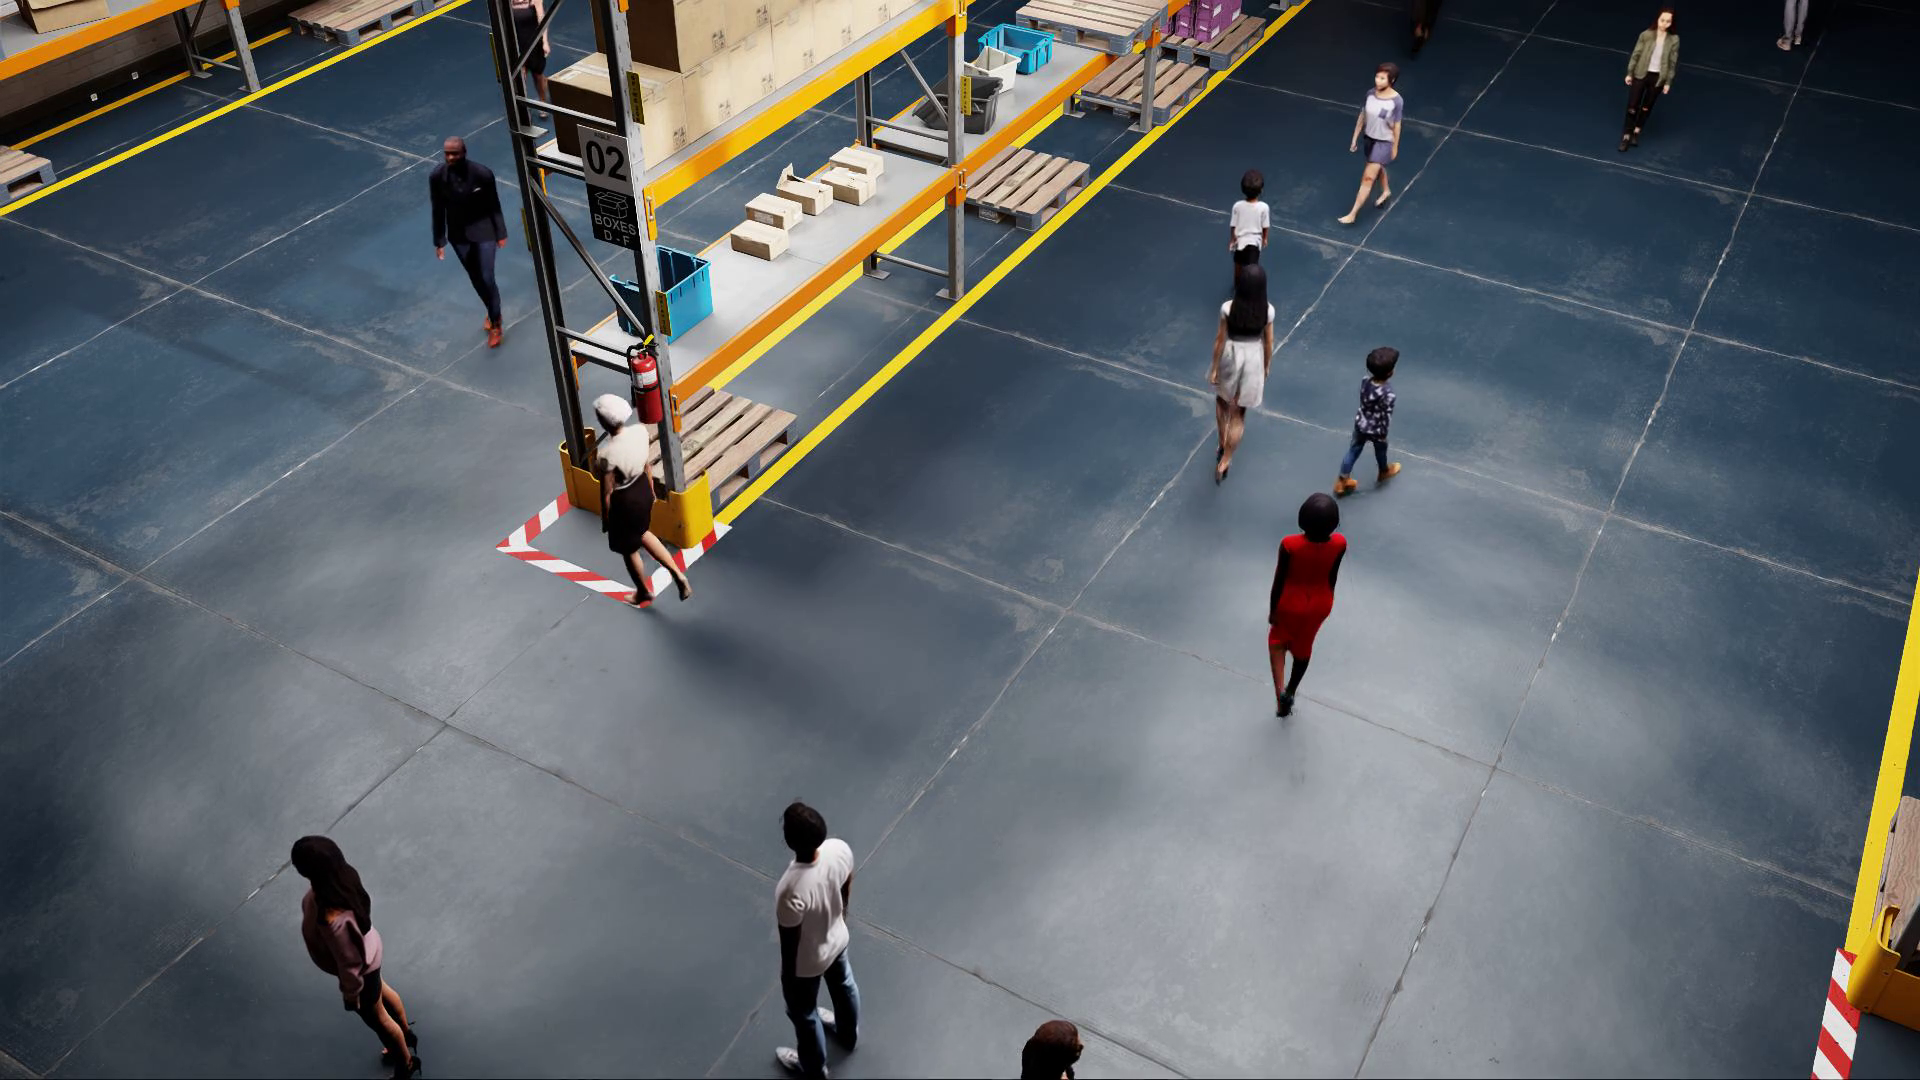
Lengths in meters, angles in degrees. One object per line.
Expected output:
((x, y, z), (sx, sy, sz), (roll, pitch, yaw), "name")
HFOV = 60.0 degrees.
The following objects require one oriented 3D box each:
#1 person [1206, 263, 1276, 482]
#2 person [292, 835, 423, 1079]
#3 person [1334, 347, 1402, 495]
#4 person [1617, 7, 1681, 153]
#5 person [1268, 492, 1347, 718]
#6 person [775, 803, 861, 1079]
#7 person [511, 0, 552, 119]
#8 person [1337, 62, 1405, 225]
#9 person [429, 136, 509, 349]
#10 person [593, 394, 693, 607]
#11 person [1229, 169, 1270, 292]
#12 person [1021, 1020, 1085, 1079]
((2.066, -1.182, 12.267), (0.751, 1.757, 0.827), (5, 39, 7), "person")
((-2.940, 2.075, 8.146), (0.756, 1.810, 0.693), (-9, 40, -11), "person")
((3.003, -0.858, 12.288), (0.904, 1.224, 0.735), (-22, 43, -25), "person")
((7.026, -4.725, 16.939), (0.670, 1.462, 0.787), (13, 41, 16), "person")
((2.119, 0.472, 10.214), (0.741, 1.734, 0.825), (0, 39, 0), "person")
((-0.714, 1.990, 8.211), (0.753, 1.862, 0.534), (25, 45, 28), "person")
((-4.485, -5.138, 17.280), (0.965, 1.682, 1.084), (-3, 39, -4), "person")
((3.991, -3.773, 15.703), (1.139, 1.517, 0.821), (-27, 46, -30), "person")
((-4.064, -2.578, 13.980), (0.892, 1.799, 0.985), (4, 39, 5), "person")
((-2.111, -0.184, 11.031), (0.685, 1.739, 0.763), (20, 43, 23), "person")
((2.504, -2.582, 14.431), (0.625, 1.243, 0.928), (10, 40, 12), "person")
((0.280, 2.729, 7.431), (1.058, 1.680, 0.998), (-9, 40, -12), "person")
